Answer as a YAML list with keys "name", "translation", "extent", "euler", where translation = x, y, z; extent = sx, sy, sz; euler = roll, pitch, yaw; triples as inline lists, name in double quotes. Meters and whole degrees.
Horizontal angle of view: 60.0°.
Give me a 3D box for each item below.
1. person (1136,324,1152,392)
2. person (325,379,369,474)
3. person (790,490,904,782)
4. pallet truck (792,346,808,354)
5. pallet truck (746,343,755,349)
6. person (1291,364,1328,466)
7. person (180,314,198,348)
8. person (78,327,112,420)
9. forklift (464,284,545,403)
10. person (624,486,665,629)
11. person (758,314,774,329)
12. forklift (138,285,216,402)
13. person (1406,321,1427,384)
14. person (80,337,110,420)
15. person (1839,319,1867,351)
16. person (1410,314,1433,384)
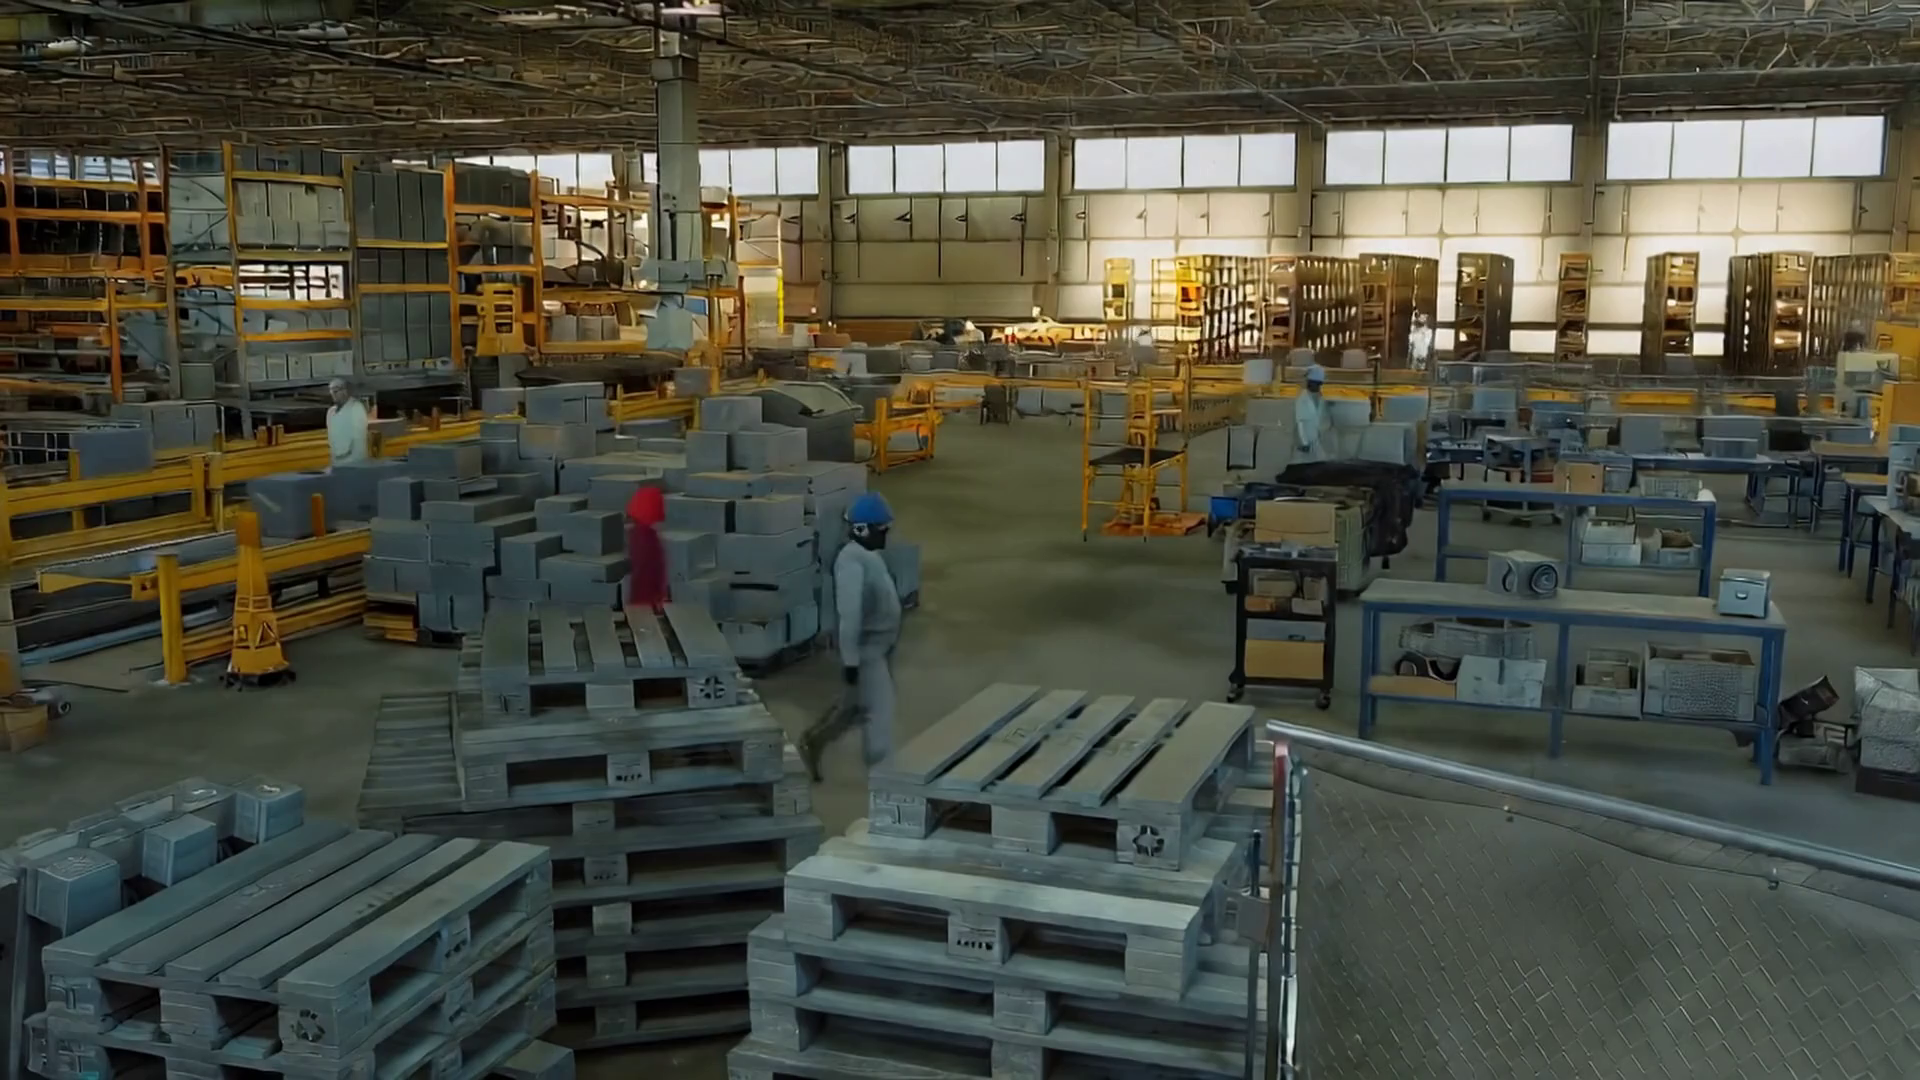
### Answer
- name: "person"
  translation: [4.838, -4.693, 42.995]
  extent: [0.932, 1.793, 0.604]
  euler: [1, 9, 4]
- name: "person"
  translation: [-6.982, -0.926, 19.090]
  extent: [0.646, 1.870, 0.943]
  euler: [5, 10, 27]
- name: "person"
  translation: [-0.610, 0.598, 9.697]
  extent: [0.779, 1.810, 0.599]
  euler: [1, 9, 7]
- name: "pallet truck"
  translation: [-3.705, -4.298, 42.022]
  extent: [0.653, 1.274, 1.630]
  euler: [3, 10, 20]
- name: "pallet truck"
  translation: [-6.183, -4.618, 44.264]
  extent: [1.601, 1.201, 0.680]
  euler: [-9, 12, -43]
- name: "person"
  translation: [4.542, -1.297, 21.326]
  extent: [0.608, 1.891, 0.913]
  euler: [-8, 12, -42]
- name: "person"
  translation: [-24.098, -6.132, 51.880]
  extent: [0.622, 1.825, 0.625]
  euler: [5, 10, 28]
- name: "person"
  translation: [-17.162, -3.215, 33.029]
  extent: [1.003, 1.995, 0.639]
  euler: [4, 10, 23]
- name: "forklift"
  translation: [-10.832, -4.702, 39.610]
  extent: [1.129, 2.768, 1.873]
  euler: [3, 10, 20]
- name: "person"
  translation: [-2.171, 0.414, 11.534]
  extent: [0.841, 1.589, 0.512]
  euler: [-5, 10, -29]
- name: "person"
  translation: [-5.676, -5.785, 49.559]
  extent: [0.663, 1.869, 0.886]
  euler: [6, 11, 35]
- name: "forklift"
  translation: [-17.480, -4.200, 36.461]
  extent: [1.873, 2.768, 1.129]
  euler: [3, 10, 19]
- name: "person"
  translation: [11.853, -4.744, 43.141]
  extent: [0.563, 1.837, 0.388]
  euler: [-4, 10, -26]
- name: "person"
  translation: [-16.021, -2.796, 30.756]
  extent: [0.570, 1.887, 0.979]
  euler: [-7, 12, -38]
- name: "person"
  translation: [21.834, -4.413, 40.678]
  extent: [0.632, 1.960, 0.860]
  euler: [3, 9, 17]
- name: "person"
  translation: [12.436, -5.107, 44.921]
  extent: [0.608, 2.009, 0.992]
  euler: [3, 9, 17]
